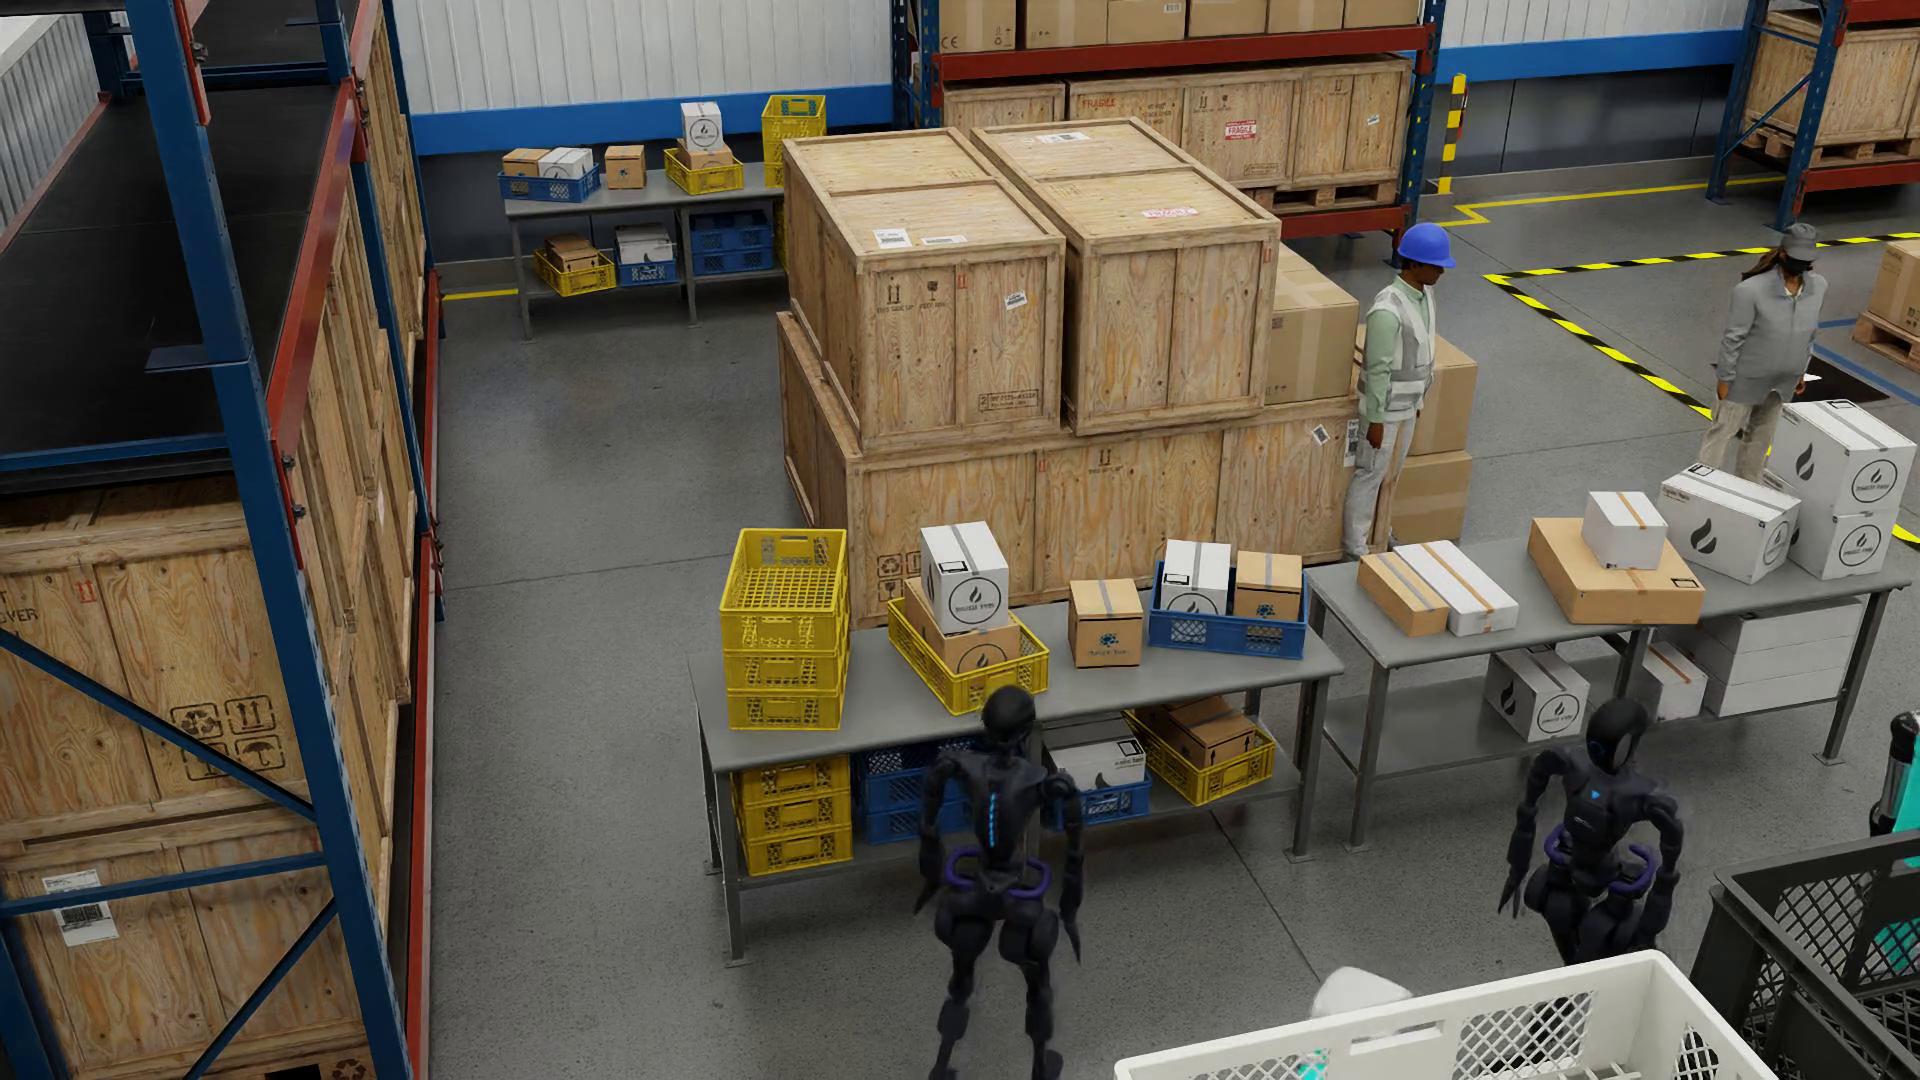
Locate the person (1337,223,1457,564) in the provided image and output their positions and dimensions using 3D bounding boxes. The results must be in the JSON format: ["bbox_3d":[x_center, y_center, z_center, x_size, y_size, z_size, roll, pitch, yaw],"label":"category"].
[{"bbox_3d":[2.275,-0.721,8.700,0.411,1.939,0.602,19,34,31],"label":"person"}]

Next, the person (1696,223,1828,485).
[{"bbox_3d":[4.433,-0.910,9.213,0.572,1.767,0.397,-6,29,-10],"label":"person"}]

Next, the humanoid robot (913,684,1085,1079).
[{"bbox_3d":[0.105,1.204,5.479,0.593,1.639,0.387,6,30,12],"label":"humanoid robot"}]

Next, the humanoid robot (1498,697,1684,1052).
[{"bbox_3d":[2.148,1.169,5.613,0.586,1.622,0.777,25,37,37],"label":"humanoid robot"}]

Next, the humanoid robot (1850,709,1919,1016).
[{"bbox_3d":[3.233,1.249,5.367,0.663,1.840,0.541,-7,30,-13],"label":"humanoid robot"}]

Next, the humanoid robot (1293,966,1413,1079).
[{"bbox_3d":[1.163,1.868,4.201,1.042,1.729,0.545,10,31,18],"label":"humanoid robot"}]
